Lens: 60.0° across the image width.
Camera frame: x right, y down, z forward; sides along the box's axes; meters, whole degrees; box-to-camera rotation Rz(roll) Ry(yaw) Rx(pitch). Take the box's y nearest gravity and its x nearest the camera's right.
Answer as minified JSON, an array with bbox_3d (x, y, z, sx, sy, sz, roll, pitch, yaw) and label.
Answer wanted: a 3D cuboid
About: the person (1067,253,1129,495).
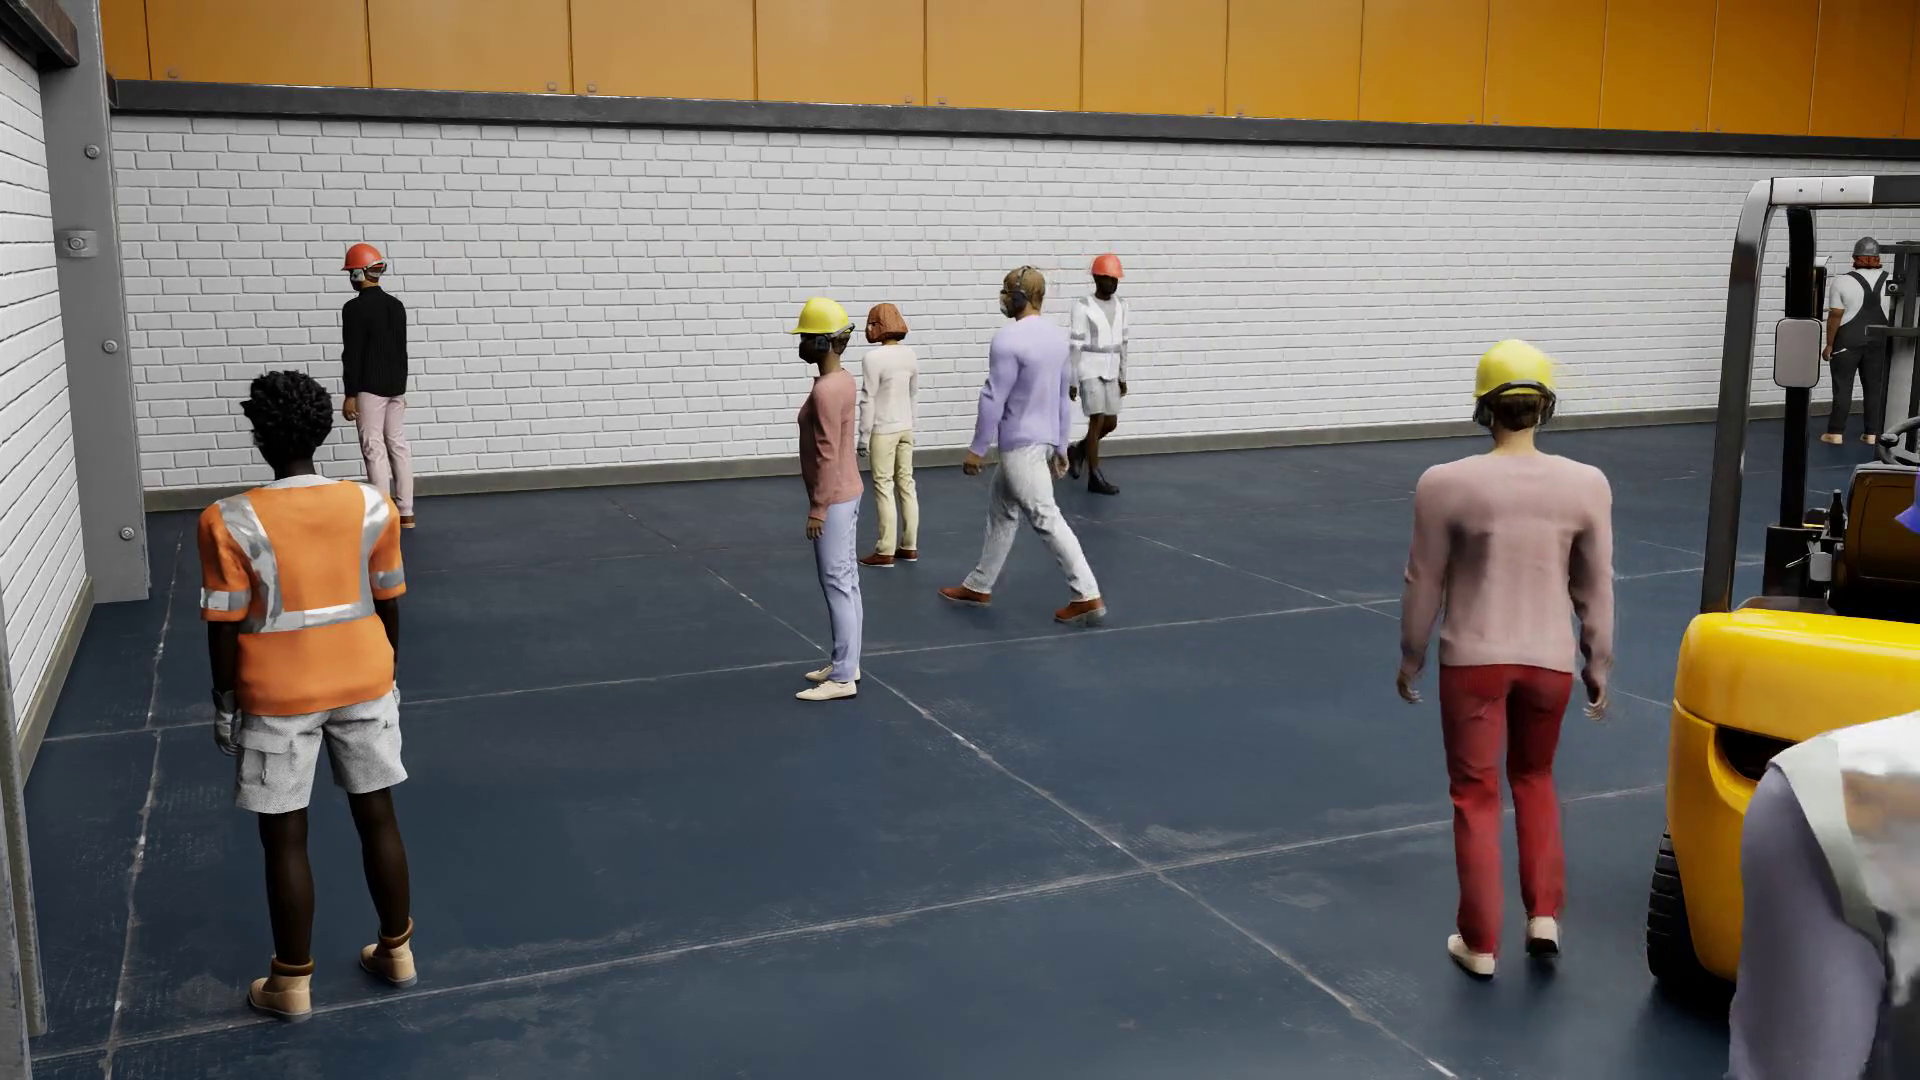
[{"bbox_3d":[1.055,-1.339,13.333,0.550,1.919,0.689,-7,13,-35],"label":"person"}]

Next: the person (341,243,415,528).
[{"bbox_3d":[-4.030,-1.033,11.450,0.403,1.988,0.616,3,11,15],"label":"person"}]

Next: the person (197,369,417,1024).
[{"bbox_3d":[-1.693,0.403,4.357,0.532,1.690,0.322,-10,14,-43],"label":"person"}]

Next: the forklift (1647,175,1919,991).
[{"bbox_3d":[2.810,0.094,4.662,1.214,2.155,2.313,7,12,34],"label":"forklift"}]

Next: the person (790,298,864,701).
[{"bbox_3d":[-0.584,-0.175,7.328,0.311,1.769,0.522,1,10,4],"label":"person"}]

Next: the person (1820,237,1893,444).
[{"bbox_3d":[8.867,-1.969,16.452,0.677,2.000,0.536,1,10,5],"label":"person"}]

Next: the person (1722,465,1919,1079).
[{"bbox_3d":[1.101,0.771,1.777,0.635,1.890,1.045,1,10,5],"label":"person"}]

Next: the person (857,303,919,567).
[{"bbox_3d":[-0.438,-0.650,10.327,0.272,1.627,0.495,7,13,35],"label":"person"}]

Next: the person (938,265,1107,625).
[{"bbox_3d":[0.362,-0.504,8.834,1.052,1.893,0.635,5,11,26],"label":"person"}]

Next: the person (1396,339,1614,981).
[{"bbox_3d":[1.487,0.333,4.563,0.540,1.750,0.407,0,10,0],"label":"person"}]
